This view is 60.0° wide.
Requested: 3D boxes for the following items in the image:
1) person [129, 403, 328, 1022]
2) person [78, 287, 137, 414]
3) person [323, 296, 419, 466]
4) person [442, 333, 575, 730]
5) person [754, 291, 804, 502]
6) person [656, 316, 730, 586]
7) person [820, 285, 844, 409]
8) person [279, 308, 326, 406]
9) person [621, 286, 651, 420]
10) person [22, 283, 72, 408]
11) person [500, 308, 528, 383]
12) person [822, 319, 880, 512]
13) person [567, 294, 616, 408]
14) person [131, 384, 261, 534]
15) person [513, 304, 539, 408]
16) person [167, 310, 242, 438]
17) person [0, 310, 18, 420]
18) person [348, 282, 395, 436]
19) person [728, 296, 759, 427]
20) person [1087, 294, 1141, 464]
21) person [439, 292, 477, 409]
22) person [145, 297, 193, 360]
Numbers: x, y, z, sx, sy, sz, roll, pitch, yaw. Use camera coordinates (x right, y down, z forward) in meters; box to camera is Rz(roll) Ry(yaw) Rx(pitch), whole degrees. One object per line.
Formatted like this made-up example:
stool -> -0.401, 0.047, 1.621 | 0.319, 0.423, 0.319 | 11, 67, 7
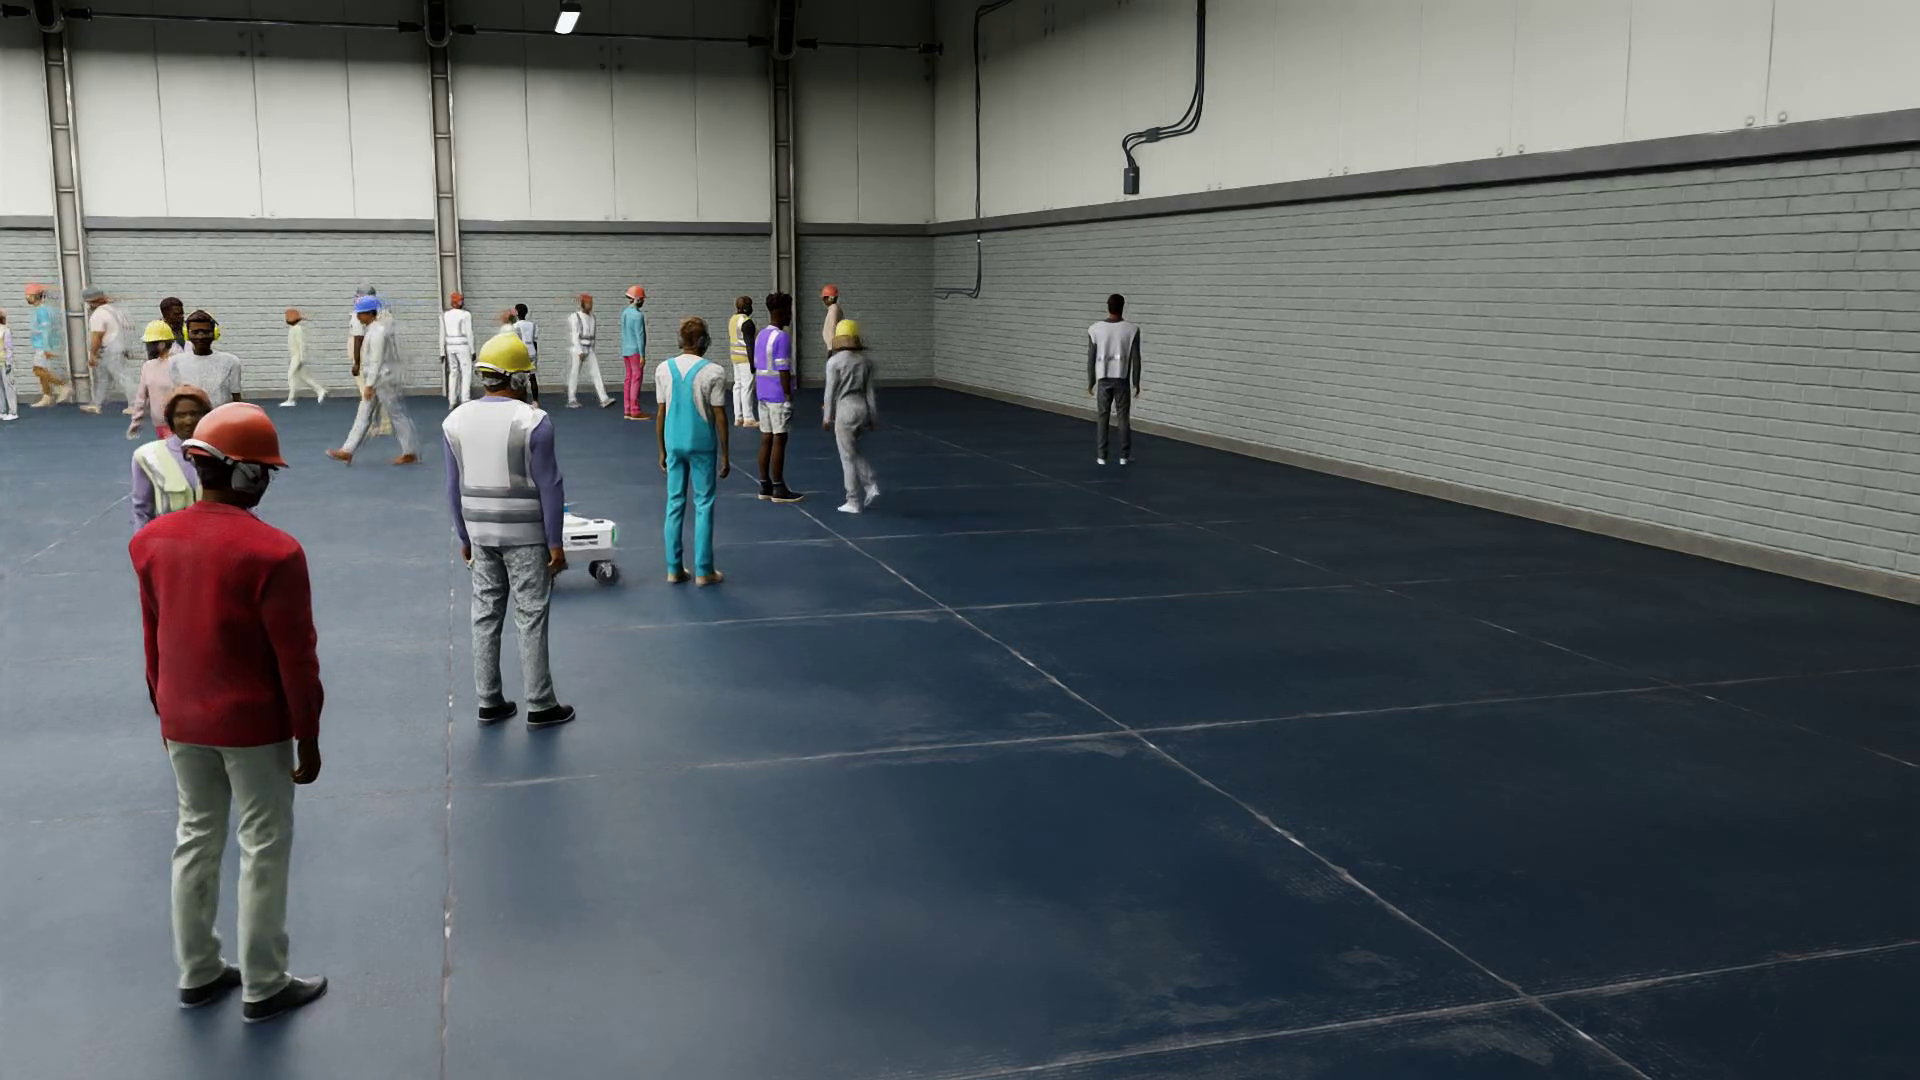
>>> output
person -> -2.024, 0.484, 4.688 | 0.574, 1.738, 0.355 | 3, 9, 18
person -> -13.115, -2.933, 25.518 | 1.027, 2.000, 0.698 | -2, 9, -13
person -> -6.498, -1.732, 18.326 | 1.038, 1.883, 0.623 | -5, 10, -28
person -> -2.072, -0.035, 7.692 | 0.590, 1.833, 0.403 | 3, 9, 19
person -> -1.717, -1.339, 15.588 | 0.367, 1.964, 0.609 | -5, 10, -29
person -> -1.806, -0.595, 11.268 | 0.524, 1.834, 0.355 | 2, 9, 14
person -> -2.042, -3.094, 26.709 | 0.399, 1.991, 0.618 | 0, 9, 3
person -> -10.864, -3.009, 27.358 | 0.718, 1.599, 0.511 | -6, 11, -33
person -> -4.814, -2.777, 24.720 | 0.401, 1.987, 0.608 | -6, 11, -35
person -> -14.825, -3.138, 26.900 | 0.519, 2.029, 0.619 | -6, 11, -34
person -> -6.883, -2.744, 25.601 | 0.378, 1.625, 0.537 | -6, 11, -33
person -> -0.988, -1.099, 14.837 | 0.486, 1.725, 0.367 | -9, 12, -44
person -> -6.015, -3.026, 26.782 | 0.969, 1.831, 0.585 | 6, 11, 35
person -> -3.423, 0.105, 7.514 | 0.522, 1.615, 0.617 | -5, 10, -28
person -> -6.961, -2.924, 26.540 | 0.317, 1.698, 0.540 | 7, 11, 38
person -> -5.416, -0.723, 12.002 | 0.510, 1.863, 0.326 | -3, 9, -19
person -> -14.169, -2.587, 24.573 | 0.514, 1.644, 0.308 | 5, 10, 28
person -> -7.864, -2.396, 22.094 | 0.536, 2.000, 0.672 | 4, 10, 22
person -> -3.027, -2.524, 23.538 | 0.429, 1.846, 0.631 | -5, 10, -31
person -> 1.732, -1.804, 18.706 | 0.597, 1.916, 0.371 | 2, 9, 12
person -> -7.963, -2.982, 26.392 | 0.795, 1.868, 0.541 | 4, 10, 23
person -> -7.689, -1.412, 16.255 | 0.391, 1.911, 0.584 | 2, 9, 12
